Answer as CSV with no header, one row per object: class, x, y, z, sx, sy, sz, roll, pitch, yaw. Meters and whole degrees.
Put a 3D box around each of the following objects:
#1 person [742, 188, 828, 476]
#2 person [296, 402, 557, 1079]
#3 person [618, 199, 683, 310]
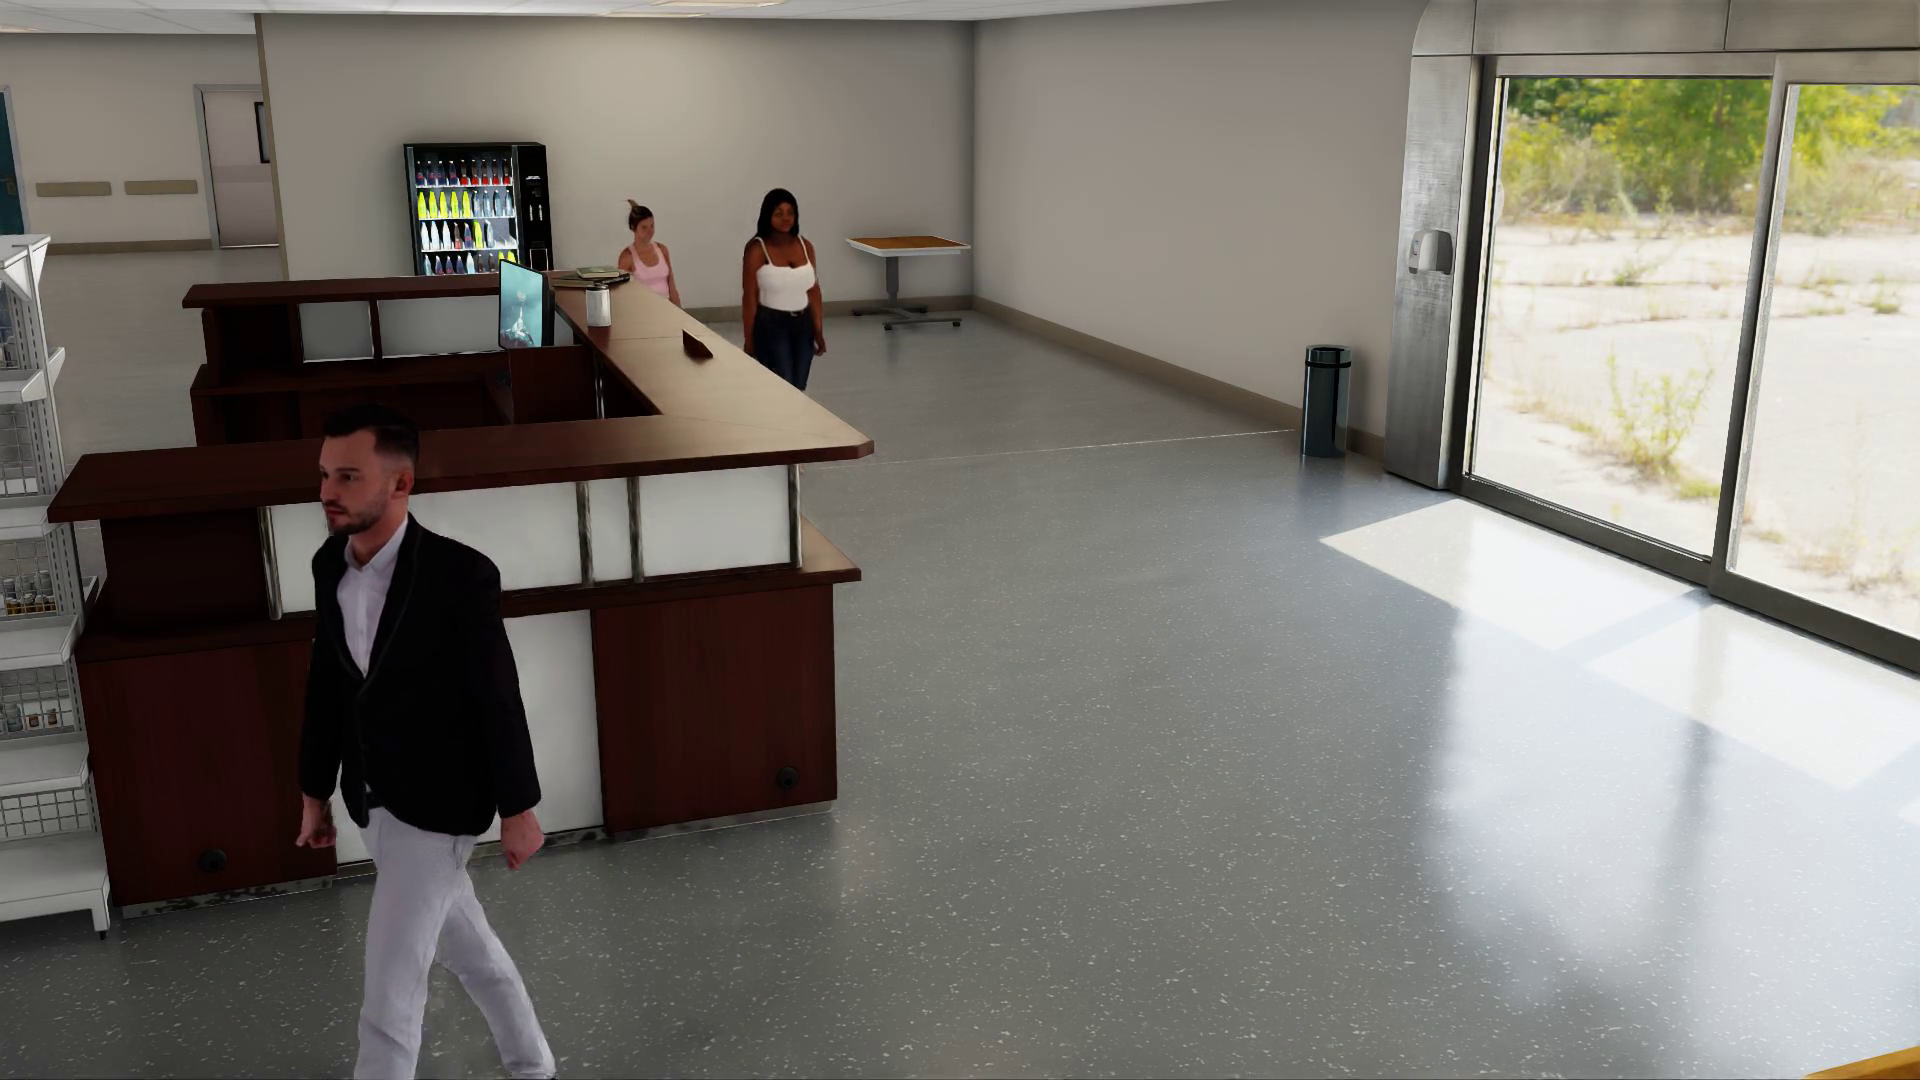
person,-1.158,-1.281,10.390,0.668,1.792,0.774,-11,19,-34
person,-1.131,0.590,3.729,1.097,1.806,1.229,10,19,32
person,-2.210,-1.531,11.563,1.002,1.637,1.058,12,20,37
